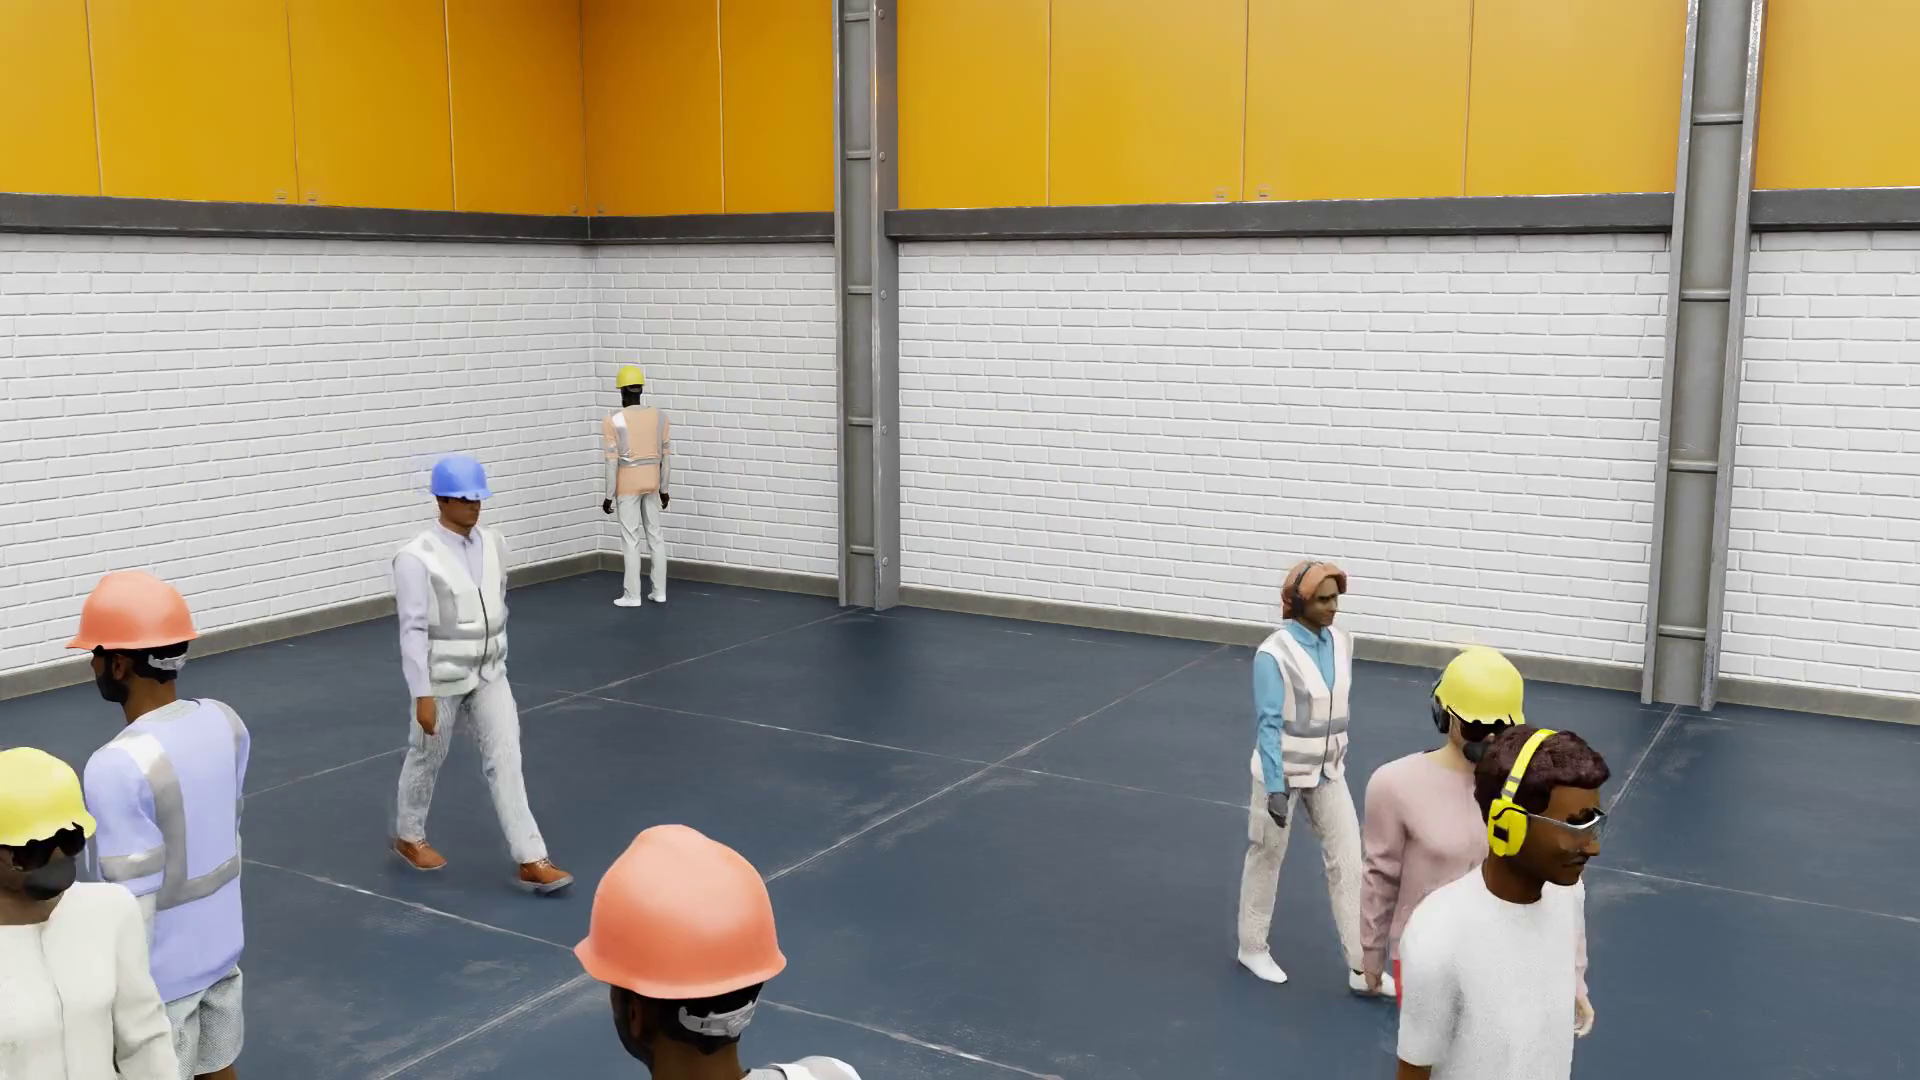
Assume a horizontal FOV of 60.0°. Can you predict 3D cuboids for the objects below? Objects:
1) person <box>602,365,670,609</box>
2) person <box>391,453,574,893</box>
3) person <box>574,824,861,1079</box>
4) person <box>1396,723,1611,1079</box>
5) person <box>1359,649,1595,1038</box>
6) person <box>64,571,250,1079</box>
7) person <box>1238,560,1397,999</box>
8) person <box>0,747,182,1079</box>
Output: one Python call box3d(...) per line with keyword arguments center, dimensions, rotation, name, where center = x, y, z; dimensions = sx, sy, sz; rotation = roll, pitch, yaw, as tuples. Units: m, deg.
box3d(center=(-2.580, -0.421, 13.210), dimensions=(0.594, 1.922, 0.385), rotation=(-8, 12, -41), name="person")
box3d(center=(-2.147, 0.569, 7.139), dimensions=(1.018, 1.893, 0.639), rotation=(6, 11, 33), name="person")
box3d(center=(-0.345, 1.330, 2.242), dimensions=(0.379, 1.937, 0.547), rotation=(7, 12, 38), name="person")
box3d(center=(0.949, 1.221, 3.229), dimensions=(0.532, 1.839, 0.702), rotation=(-8, 12, -40), name="person")
box3d(center=(1.330, 1.094, 4.442), dimensions=(0.534, 1.705, 0.944), rotation=(0, 9, -2), name="person")
box3d(center=(-1.961, 1.033, 4.092), dimensions=(0.356, 1.936, 0.551), rotation=(1, 9, 4), name="person")
box3d(center=(1.316, 0.887, 6.031), dimensions=(0.539, 1.608, 0.775), rotation=(-6, 11, -35), name="person")
box3d(center=(-1.704, 1.261, 3.243), dimensions=(0.711, 1.741, 0.547), rotation=(4, 10, 21), name="person")
